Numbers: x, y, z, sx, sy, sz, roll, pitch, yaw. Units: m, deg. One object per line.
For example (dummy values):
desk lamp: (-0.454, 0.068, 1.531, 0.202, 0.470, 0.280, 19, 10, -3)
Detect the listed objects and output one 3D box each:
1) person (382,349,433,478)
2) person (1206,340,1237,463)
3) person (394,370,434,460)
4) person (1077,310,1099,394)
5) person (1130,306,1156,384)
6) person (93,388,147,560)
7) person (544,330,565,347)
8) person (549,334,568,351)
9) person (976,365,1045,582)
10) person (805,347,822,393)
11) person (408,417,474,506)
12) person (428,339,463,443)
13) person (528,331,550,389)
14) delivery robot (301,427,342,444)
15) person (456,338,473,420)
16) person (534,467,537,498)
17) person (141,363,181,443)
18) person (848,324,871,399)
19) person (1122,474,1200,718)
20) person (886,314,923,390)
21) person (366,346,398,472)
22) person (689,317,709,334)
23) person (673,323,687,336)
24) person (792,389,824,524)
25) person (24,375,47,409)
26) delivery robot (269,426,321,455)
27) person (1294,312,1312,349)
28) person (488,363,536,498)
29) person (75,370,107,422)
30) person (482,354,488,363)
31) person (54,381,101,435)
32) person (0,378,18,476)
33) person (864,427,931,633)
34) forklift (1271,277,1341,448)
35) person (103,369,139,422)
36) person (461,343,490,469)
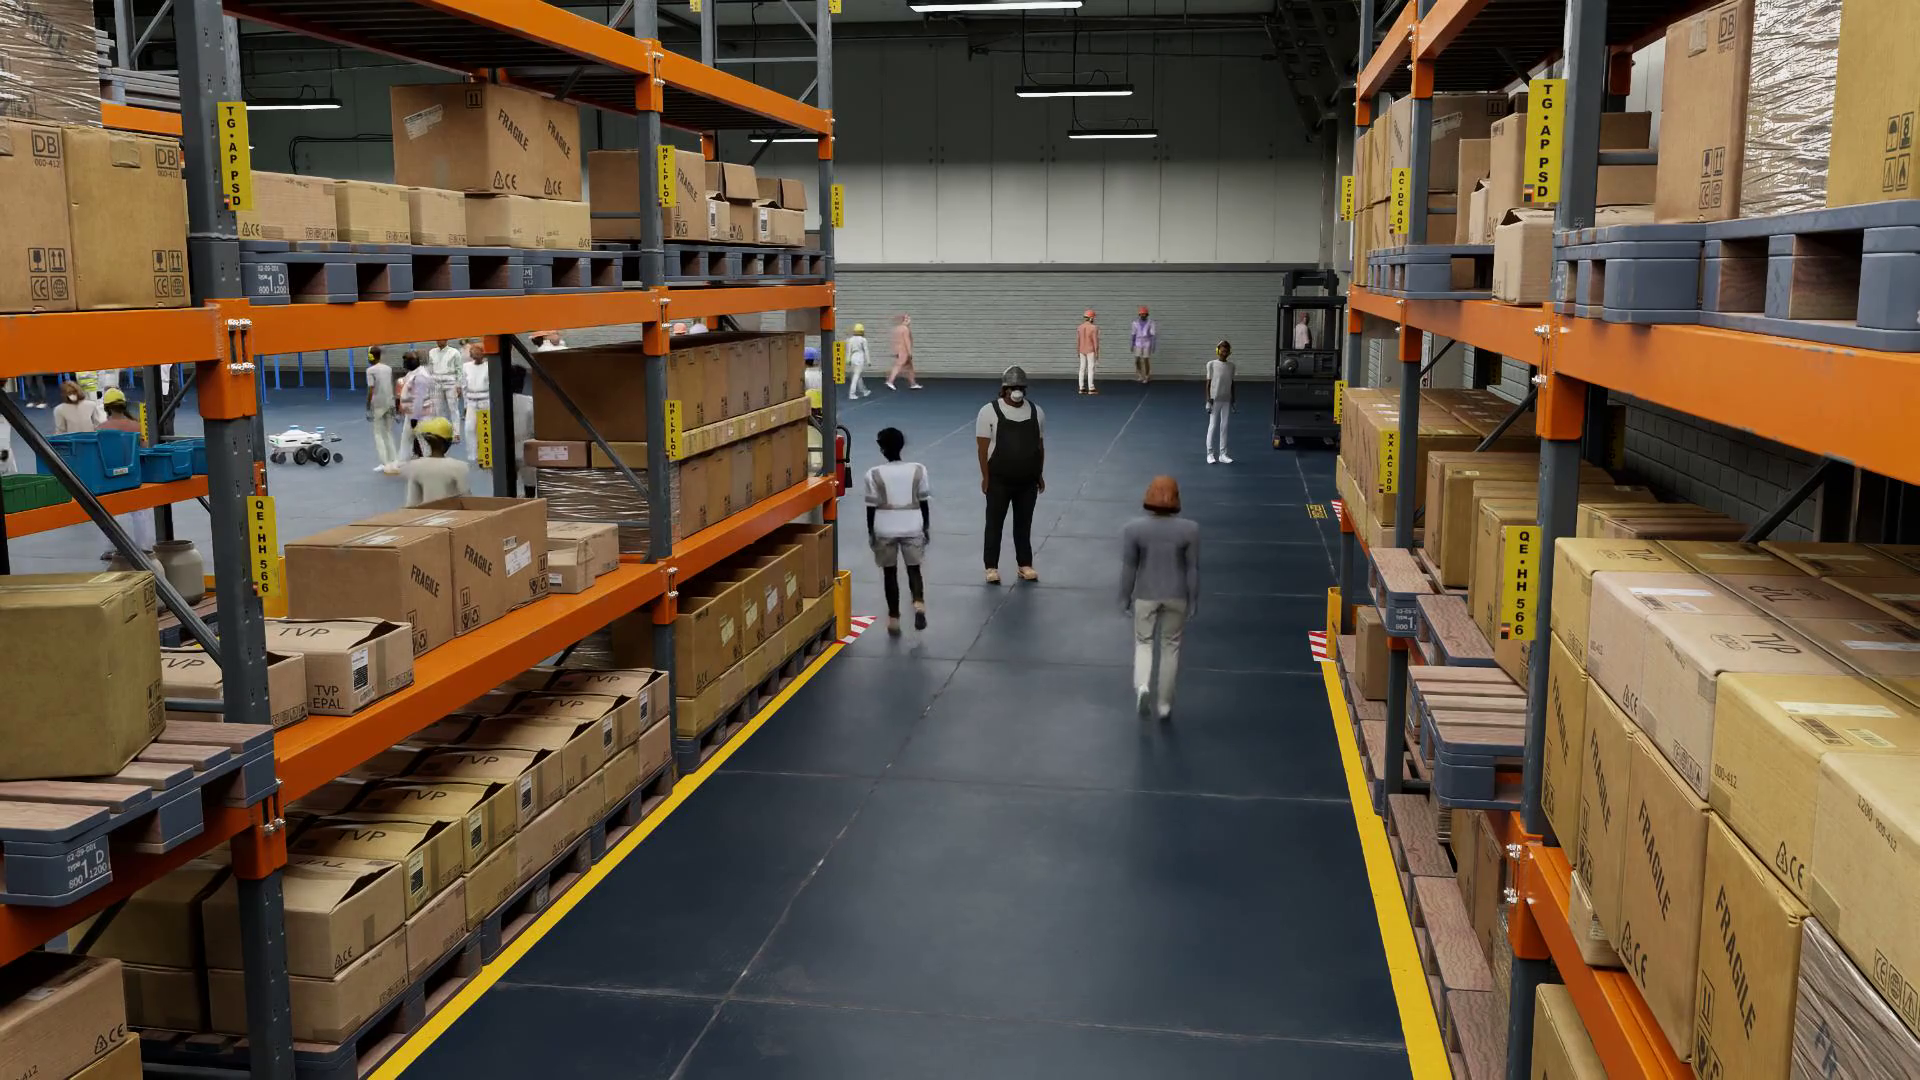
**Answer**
person: (-7.712, -1.740, 23.222, 0.759, 1.816, 0.658, -5, 11, -30)
person: (3.987, -2.104, 25.345, 0.521, 1.865, 0.327, -3, 10, -20)
person: (-8.049, -1.867, 24.537, 0.546, 1.644, 0.884, -2, 9, -12)
person: (3.059, -4.480, 39.588, 0.616, 1.993, 0.395, 9, 13, 43)
person: (4.699, -5.015, 42.839, 0.693, 2.009, 0.724, 3, 10, 21)
person: (-8.451, -0.645, 16.702, 0.654, 1.742, 0.548, 6, 11, 33)
person: (-9.313, -4.068, 38.262, 0.532, 1.600, 0.851, -2, 9, -11)
person: (-8.283, -3.421, 34.186, 0.541, 1.625, 0.369, -5, 10, -27)
person: (0.515, -0.608, 15.699, 0.675, 2.000, 0.537, -3, 10, -19)
person: (-2.012, -1.676, 22.614, 0.634, 1.899, 1.012, -7, 11, -36)
person: (-4.154, -0.109, 13.374, 0.530, 1.755, 0.396, 2, 10, 15)
person: (-8.749, -2.617, 28.242, 0.615, 1.945, 0.404, 2, 9, 12)
person: (-7.631, -2.893, 30.100, 0.813, 1.902, 0.552, -3, 10, -19)
delivery robot: (-9.727, -1.604, 25.323, 0.335, 0.223, 0.698, 3, 10, 19)
person: (-9.678, -3.229, 32.636, 0.541, 1.747, 0.386, 7, 12, 38)
person: (-3.058, -0.109, 13.170, 0.605, 1.828, 0.404, -6, 11, -35)
person: (-12.606, -2.275, 26.256, 0.589, 1.914, 0.377, 0, 9, 2)
person: (-2.277, -4.096, 38.130, 0.499, 1.689, 0.915, 6, 11, 35)
person: (1.298, 0.384, 10.755, 0.504, 1.619, 0.522, 1, 9, 9)
person: (-1.407, -4.639, 40.979, 0.968, 1.867, 0.660, -3, 10, -17)
person: (-8.483, -1.927, 24.363, 0.454, 1.844, 0.524, 4, 10, 26)
person: (-6.147, -4.375, 39.112, 0.352, 1.937, 0.635, 5, 10, 27)
person: (-4.971, -2.870, 29.660, 0.612, 1.995, 0.382, -1, 9, -4)
person: (-1.381, -0.499, 15.544, 0.404, 1.827, 0.600, 8, 12, 42)
person: (-19.576, -3.670, 35.166, 0.524, 1.800, 0.693, 0, 9, -1)
delivery robot: (-10.223, -1.516, 25.578, 0.707, 0.478, 0.477, -8, 12, -41)
person: (8.367, -4.578, 40.463, 0.409, 1.907, 0.648, -2, 9, -13)
person: (-4.739, -0.910, 17.766, 0.610, 1.946, 0.777, 0, 9, -3)
person: (-14.715, -2.548, 28.164, 0.624, 1.839, 0.430, 6, 11, 35)
person: (-8.380, -2.681, 29.645, 0.508, 1.617, 0.510, -1, 9, -8)
person: (-10.531, -1.107, 19.940, 0.530, 1.609, 0.420, -8, 12, -39)
person: (-11.422, -1.161, 19.629, 0.569, 1.837, 1.002, 2, 9, 12)
person: (-0.492, -0.063, 13.317, 0.553, 1.676, 0.451, -2, 9, -12)
forklift: (5.847, -3.016, 27.970, 1.129, 2.768, 1.873, 1, 9, 9)
person: (-15.105, -2.803, 29.563, 0.551, 1.905, 0.929, 2, 9, 13)
person: (-7.091, -1.956, 24.428, 0.597, 1.859, 0.748, 1, 9, 8)
